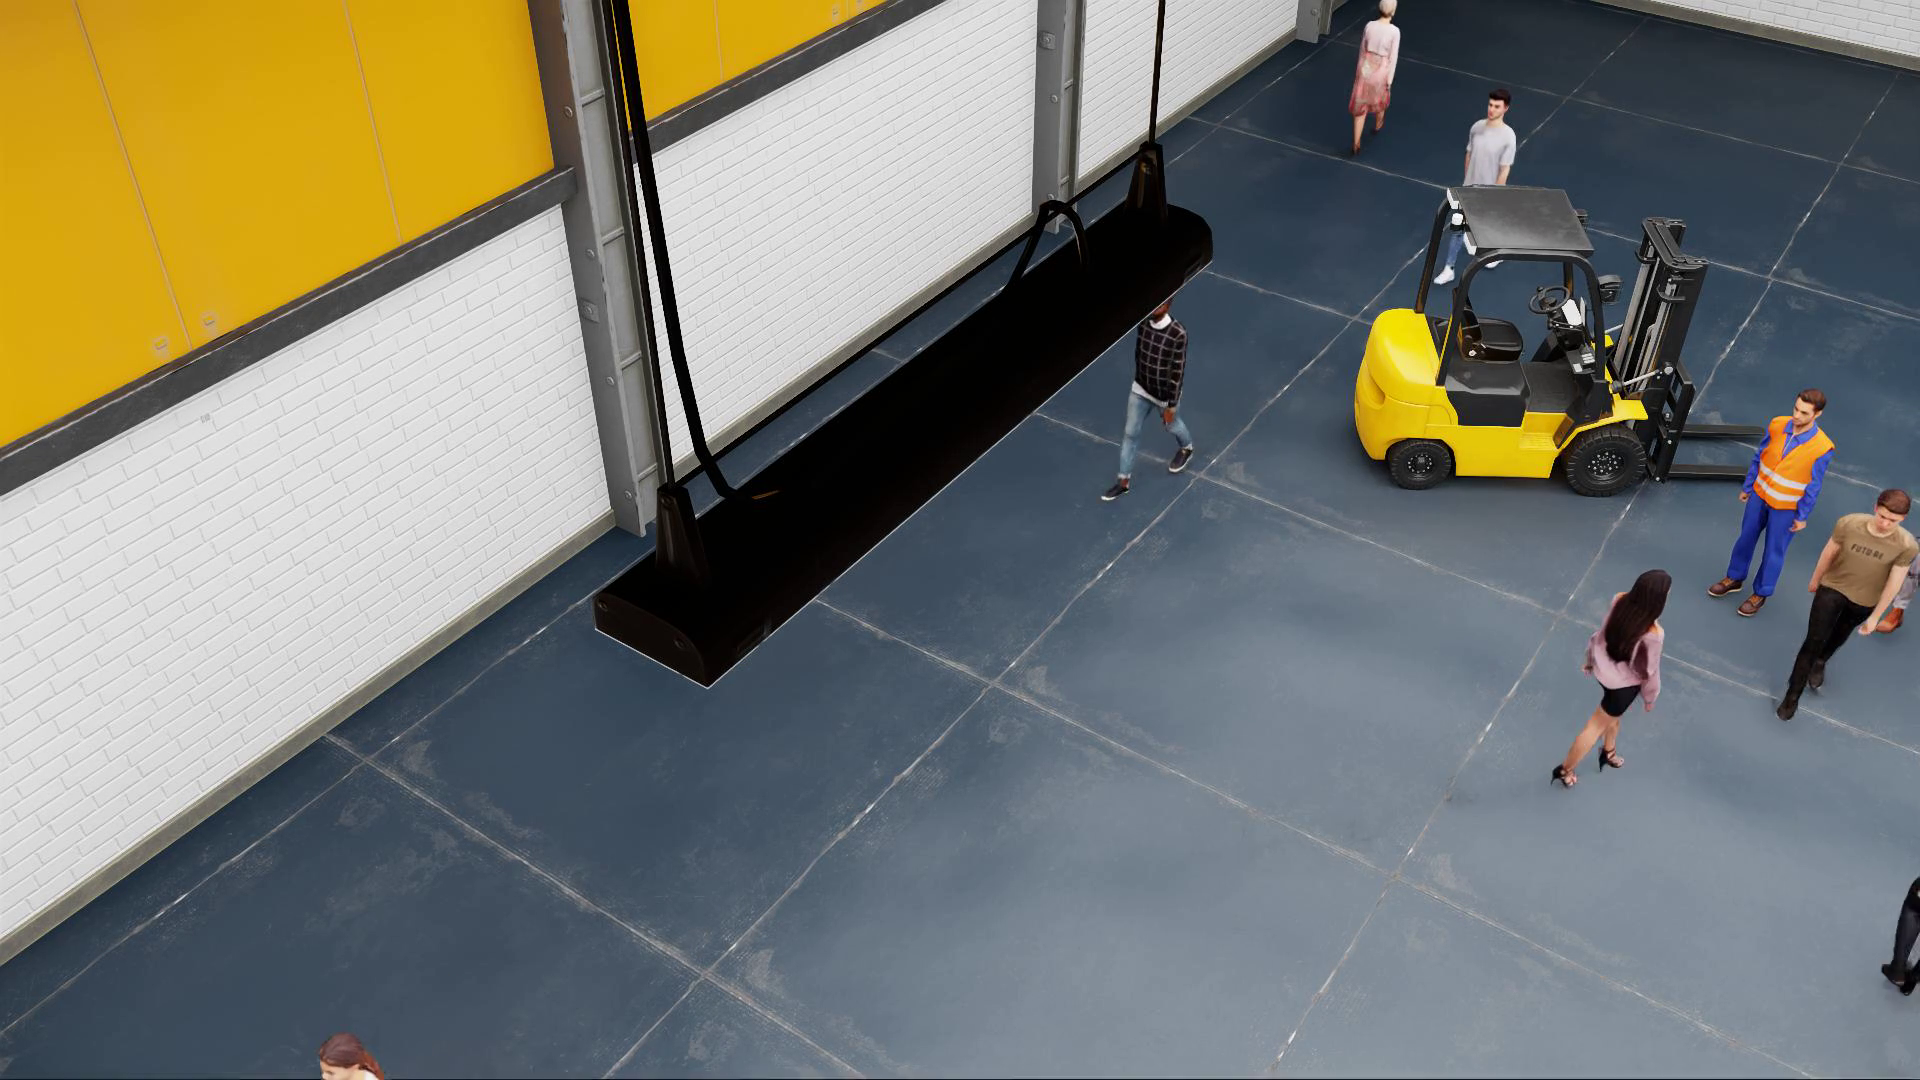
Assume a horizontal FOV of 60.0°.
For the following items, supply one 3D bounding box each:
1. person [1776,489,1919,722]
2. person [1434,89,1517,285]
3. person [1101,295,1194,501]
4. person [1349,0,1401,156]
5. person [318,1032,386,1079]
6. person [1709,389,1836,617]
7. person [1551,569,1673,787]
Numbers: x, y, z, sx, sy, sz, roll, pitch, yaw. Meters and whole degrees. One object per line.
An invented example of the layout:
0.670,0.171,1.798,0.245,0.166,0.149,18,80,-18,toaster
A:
5.918,0.317,11.046,0.722,1.809,1.097,21,43,24,person
4.967,-3.310,15.550,1.243,1.854,0.833,-31,48,-33,person
1.613,-1.193,12.968,0.798,1.770,1.278,30,48,32,person
4.381,-4.911,17.719,0.730,1.650,1.088,15,41,18,person
-2.773,2.859,8.096,0.558,1.517,1.032,22,44,25,person
5.781,-0.284,11.754,0.717,1.863,0.747,-25,45,-28,person
3.987,0.914,10.313,0.957,1.791,0.886,-10,40,-12,person
